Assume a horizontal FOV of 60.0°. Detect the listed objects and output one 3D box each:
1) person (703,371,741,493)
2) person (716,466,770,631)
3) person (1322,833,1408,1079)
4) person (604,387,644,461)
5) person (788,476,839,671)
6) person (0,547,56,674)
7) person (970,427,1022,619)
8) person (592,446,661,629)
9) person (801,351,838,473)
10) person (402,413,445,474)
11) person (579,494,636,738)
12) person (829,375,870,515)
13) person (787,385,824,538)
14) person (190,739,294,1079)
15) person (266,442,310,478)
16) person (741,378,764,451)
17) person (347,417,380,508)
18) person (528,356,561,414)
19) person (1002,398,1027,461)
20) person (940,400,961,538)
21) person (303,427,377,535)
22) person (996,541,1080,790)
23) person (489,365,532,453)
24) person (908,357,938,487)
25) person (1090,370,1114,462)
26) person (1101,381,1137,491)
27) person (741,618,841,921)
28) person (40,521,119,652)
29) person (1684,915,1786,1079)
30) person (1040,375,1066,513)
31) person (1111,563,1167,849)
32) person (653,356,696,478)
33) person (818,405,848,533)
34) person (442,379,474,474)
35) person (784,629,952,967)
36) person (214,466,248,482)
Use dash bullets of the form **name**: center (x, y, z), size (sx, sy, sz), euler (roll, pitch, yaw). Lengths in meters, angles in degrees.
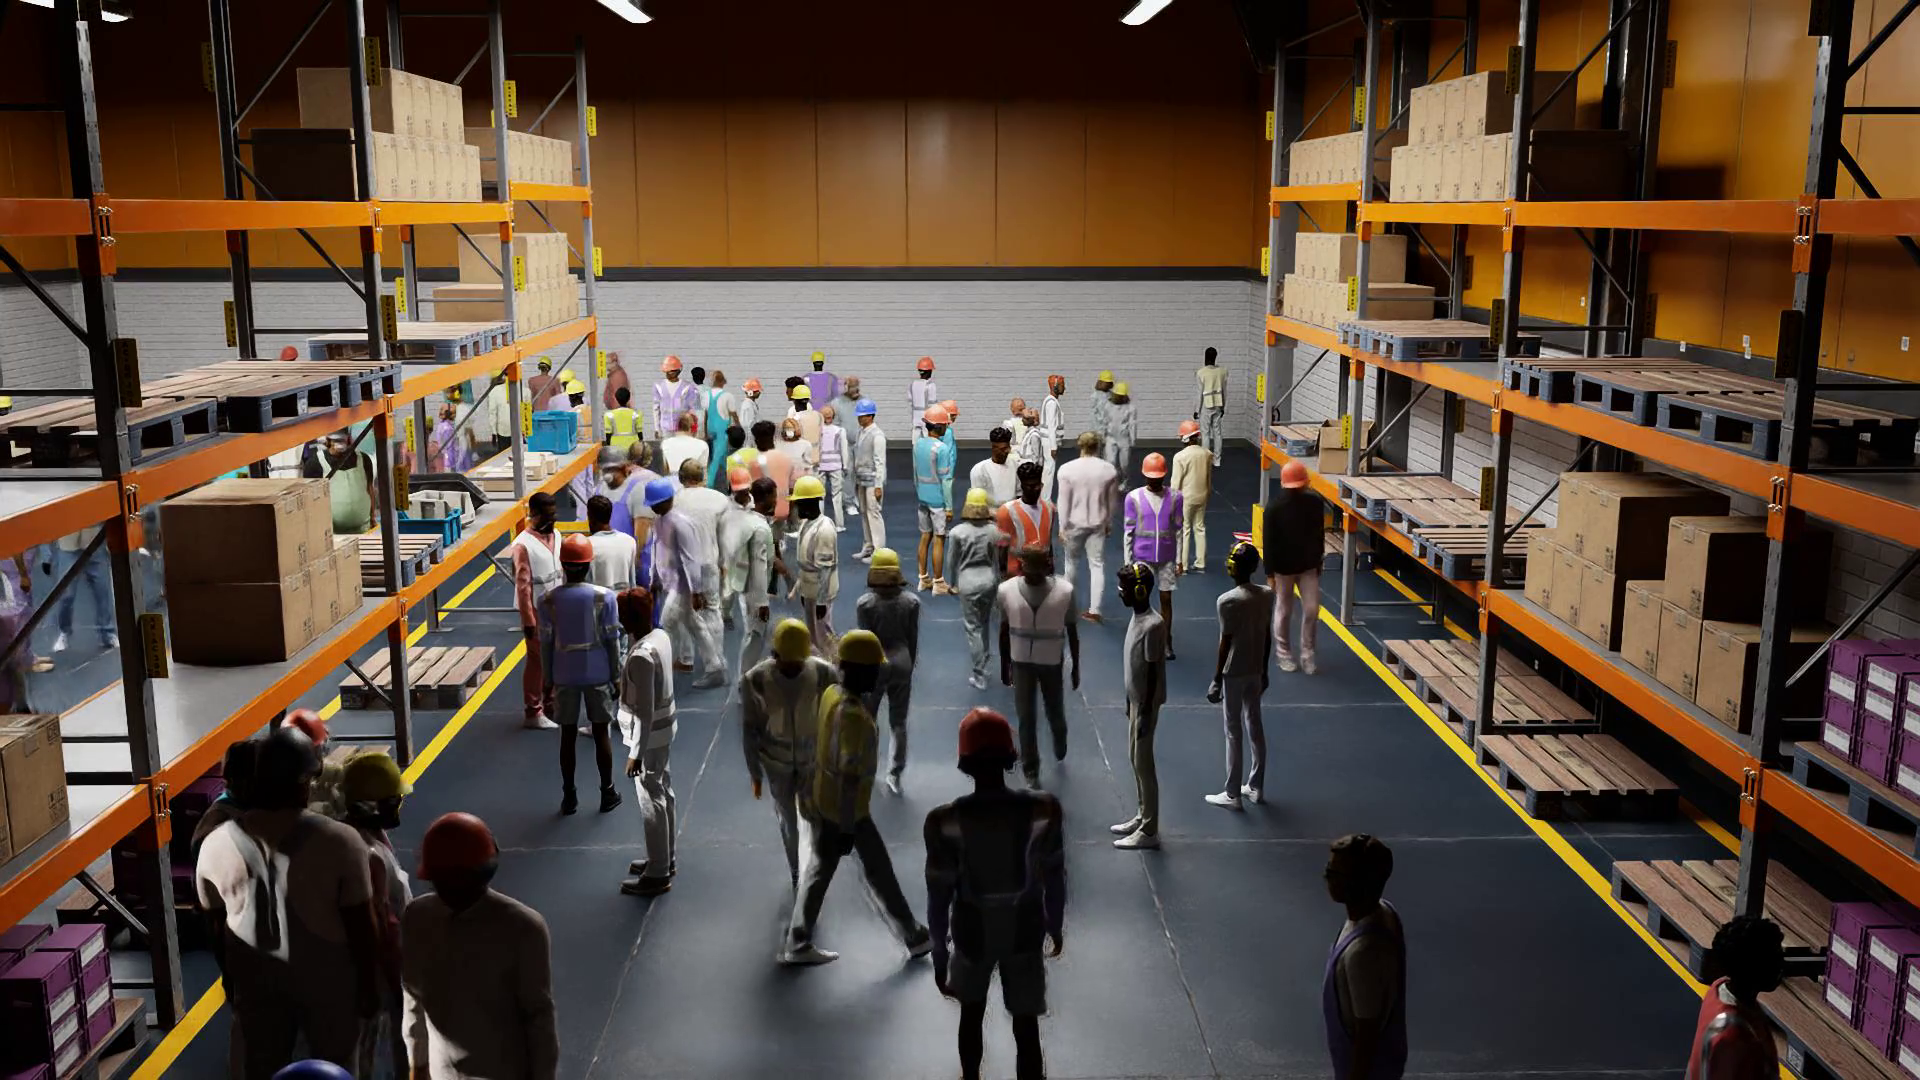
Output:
- **person**: center (-3.423, -1.552, 24.083), size (0.562, 1.776, 1.000), euler (7, 14, 33)
- **person**: center (-2.101, 0.111, 15.906), size (0.567, 1.718, 0.799), euler (-4, 12, -17)
- **person**: center (1.483, 1.977, 6.209), size (0.349, 1.846, 0.506), euler (4, 12, 20)
- **person**: center (-4.570, -1.235, 22.682), size (0.536, 1.700, 0.318), euler (-3, 12, -14)
- **person**: center (-1.212, 0.422, 13.825), size (0.390, 1.921, 0.581), euler (-5, 12, -23)
- **person**: center (-8.329, 0.270, 14.766), size (0.334, 1.846, 0.513), euler (-7, 13, -31)
- **person**: center (0.381, -0.173, 16.729), size (0.602, 1.955, 0.388), euler (-7, 13, -32)
- **person**: center (-3.105, 0.089, 15.185), size (0.691, 2.000, 1.047), euler (5, 12, 23)
- **person**: center (-2.185, -1.976, 25.863), size (0.592, 1.919, 0.397), euler (-1, 11, -4)
- **person**: center (-6.297, -0.619, 19.503), size (0.522, 1.737, 0.832), euler (0, 11, 0)
- **person**: center (-2.753, 0.594, 12.997), size (0.402, 1.908, 0.598), euler (7, 13, 32)
- **person**: center (-1.451, -1.284, 22.443), size (0.654, 1.891, 0.457), euler (-6, 13, -26)
- **person**: center (-1.952, -0.979, 20.823), size (0.382, 1.928, 0.587), euler (10, 15, 41)
- **person**: center (-3.090, 1.758, 7.355), size (0.429, 1.833, 0.635), euler (1, 11, 5)
- **person**: center (-7.749, -0.601, 19.159), size (0.563, 1.837, 0.388), euler (-5, 12, -25)
- **person**: center (-2.907, -1.403, 23.387), size (0.341, 1.749, 0.572), euler (-2, 11, -9)
- **person**: center (-7.650, -1.090, 21.512), size (0.677, 1.884, 0.974), euler (1, 11, 5)
- **person**: center (-6.664, -2.077, 26.773), size (0.532, 1.756, 0.337), euler (-1, 11, -5)
- **person**: center (0.778, -1.052, 21.925), size (0.515, 1.636, 0.315), euler (-5, 12, -24)
- **person**: center (-0.170, -0.890, 20.857), size (0.355, 1.739, 0.573), euler (-3, 12, -16)
- **person**: center (-6.196, -0.223, 16.749), size (0.688, 2.000, 0.536), euler (-8, 14, -35)
- **person**: center (0.570, 0.862, 11.892), size (0.614, 1.810, 0.764), euler (2, 11, 8)
- **person**: center (-6.292, -1.520, 23.362), size (0.612, 1.997, 0.375), euler (-6, 13, -27)
- **person**: center (-0.511, -1.729, 24.559), size (0.542, 1.939, 0.362), euler (10, 15, 40)
- **person**: center (2.133, -1.661, 24.740), size (0.486, 1.734, 0.349), euler (-8, 14, -34)
- **person**: center (2.277, -1.433, 23.660), size (0.520, 1.706, 0.703), euler (3, 12, 14)
- **person**: center (-0.959, 1.314, 9.712), size (0.606, 1.769, 0.868), euler (-1, 11, -3)
- **person**: center (-8.165, 0.100, 15.522), size (0.473, 1.897, 0.760), euler (11, 15, 43)
- **person**: center (2.695, 2.120, 5.866), size (0.322, 1.696, 0.536), euler (4, 12, 21)
- **person**: center (1.255, -1.313, 22.646), size (0.354, 1.877, 0.574), euler (0, 11, 2)
- **person**: center (1.155, 1.066, 10.768), size (0.349, 1.856, 0.528), euler (-1, 11, -6)
- **person**: center (-4.074, -1.613, 23.730), size (0.607, 2.039, 0.395), euler (1, 11, 4)
- **person**: center (-1.681, -0.894, 21.125), size (0.520, 1.639, 0.312), euler (0, 11, 1)
- **person**: center (-7.681, -1.922, 25.610), size (0.406, 1.904, 0.654), euler (2, 12, 12)
- **person**: center (-0.523, 1.401, 9.023), size (0.982, 1.869, 0.602), euler (-4, 12, -18)
- **person**: center (-7.778, -0.341, 17.903), size (0.589, 1.819, 0.750), euler (3, 12, 13)
